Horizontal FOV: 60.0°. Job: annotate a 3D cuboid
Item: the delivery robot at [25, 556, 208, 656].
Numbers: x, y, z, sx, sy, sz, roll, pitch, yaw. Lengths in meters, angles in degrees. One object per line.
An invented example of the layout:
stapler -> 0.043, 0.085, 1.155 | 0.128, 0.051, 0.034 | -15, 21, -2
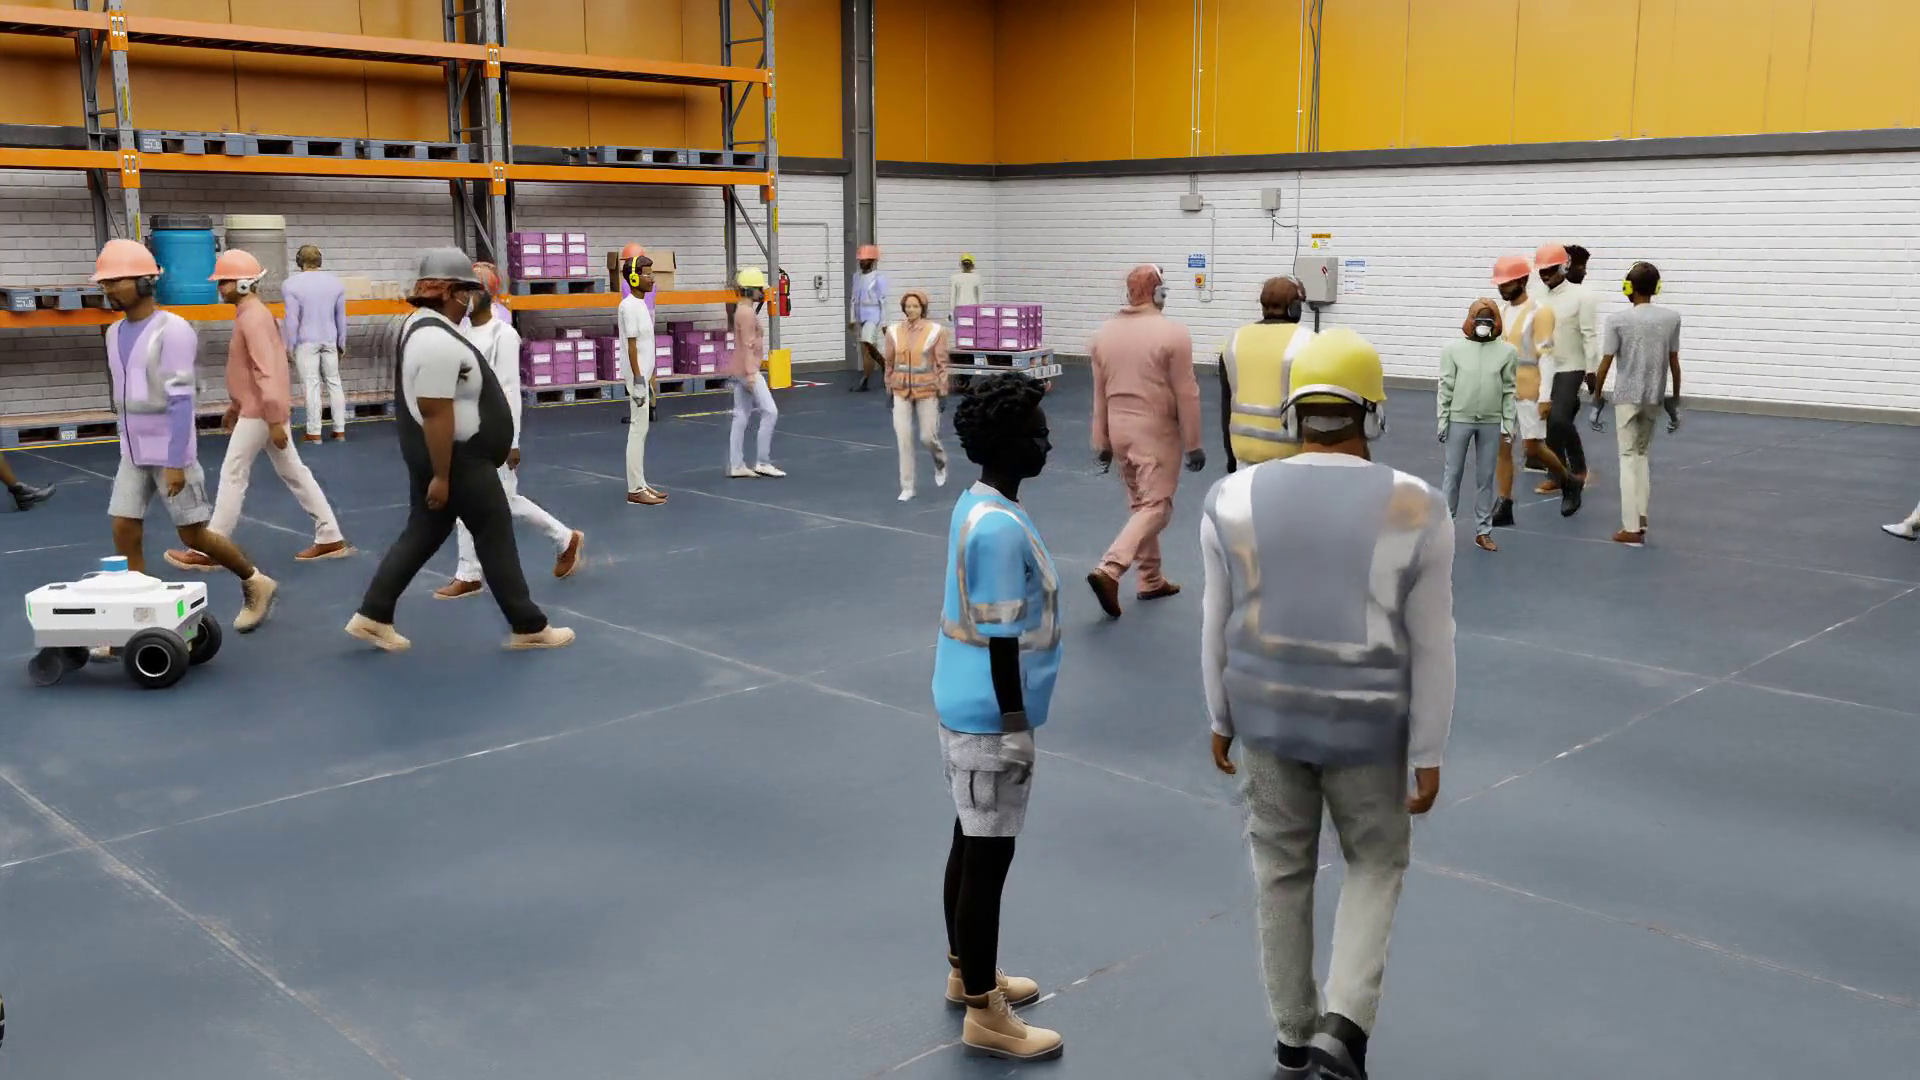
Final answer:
delivery robot -> -3.842, 0.318, 7.589 | 0.707, 0.478, 0.477 | -2, 11, -5

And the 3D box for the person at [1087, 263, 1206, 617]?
person -> 0.965, -0.546, 8.963 | 0.857, 1.879, 0.644 | -9, 14, -39

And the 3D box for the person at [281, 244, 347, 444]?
person -> -6.272, -1.904, 16.203 | 0.352, 1.937, 0.635 | 9, 14, 40

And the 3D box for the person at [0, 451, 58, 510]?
person -> -7.118, -1.119, 12.024 | 0.930, 1.896, 0.570 | -9, 14, -39

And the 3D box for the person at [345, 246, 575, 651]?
person -> -2.492, -0.458, 8.041 | 1.021, 2.000, 0.684 | -6, 12, -28

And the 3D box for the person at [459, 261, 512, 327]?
person -> -3.348, -1.021, 11.663 | 0.396, 1.839, 0.564 | 5, 12, 27

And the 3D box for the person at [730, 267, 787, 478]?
person -> -1.663, -1.380, 13.836 | 0.591, 1.747, 0.547 | -3, 11, -15

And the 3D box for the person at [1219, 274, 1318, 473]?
person -> 1.607, -0.438, 8.511 | 0.652, 1.827, 0.443 | 10, 14, 42

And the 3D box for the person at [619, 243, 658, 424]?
person -> -3.493, -2.220, 17.934 | 0.362, 1.935, 0.553 | 4, 11, 20

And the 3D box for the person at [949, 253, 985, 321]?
person -> 0.104, -3.459, 25.267 | 0.553, 1.756, 0.325 | -1, 10, -5

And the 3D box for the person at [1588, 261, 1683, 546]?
person -> 4.423, -0.896, 10.936 | 0.560, 1.851, 0.526 | -1, 10, -3

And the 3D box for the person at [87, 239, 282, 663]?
person -> -3.833, -0.450, 8.104 | 0.613, 2.014, 0.929 | 5, 12, 27

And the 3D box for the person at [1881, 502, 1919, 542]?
person -> 6.517, -0.746, 10.818 | 0.846, 1.584, 0.521 | 3, 11, 14

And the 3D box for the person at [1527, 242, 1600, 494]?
person -> 4.633, -1.320, 12.947 | 0.479, 1.965, 0.629 | -6, 12, -31

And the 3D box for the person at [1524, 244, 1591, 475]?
person -> 5.109, -1.503, 13.997 | 0.663, 1.940, 0.596 | 5, 12, 25

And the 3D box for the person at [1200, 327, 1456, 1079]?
person -> 0.836, 0.422, 3.853 | 0.588, 1.814, 0.477 | 4, 11, 22

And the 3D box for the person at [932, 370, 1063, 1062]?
person -> 0.093, 0.428, 4.148 | 0.321, 1.697, 0.530 | -1, 10, -5

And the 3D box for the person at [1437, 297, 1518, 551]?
person -> 3.315, -0.740, 10.689 | 0.499, 1.633, 0.281 | 1, 10, 5

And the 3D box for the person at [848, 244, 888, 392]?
person -> -1.126, -2.895, 21.682 | 0.538, 1.914, 0.866 | 10, 15, 44

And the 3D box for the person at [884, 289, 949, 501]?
person -> -0.319, -1.123, 12.821 | 0.518, 1.622, 0.538 | 3, 11, 18

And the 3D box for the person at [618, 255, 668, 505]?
person -> -2.404, -1.205, 12.581 | 0.328, 1.872, 0.513 | -1, 10, -6

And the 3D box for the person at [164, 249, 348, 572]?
person -> -4.292, -0.782, 10.114 | 1.042, 1.942, 0.613 | -3, 11, -17

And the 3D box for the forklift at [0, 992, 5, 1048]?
forklift -> -3.245, 0.323, 3.363 | 2.313, 2.155, 1.214 | 2, 11, 13

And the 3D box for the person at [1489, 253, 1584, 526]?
person -> 3.999, -1.042, 11.620 | 0.774, 1.900, 0.608 | -4, 11, -22

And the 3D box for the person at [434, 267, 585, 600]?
person -> -2.571, -0.604, 9.366 | 0.798, 1.861, 0.586 | -10, 14, -43
